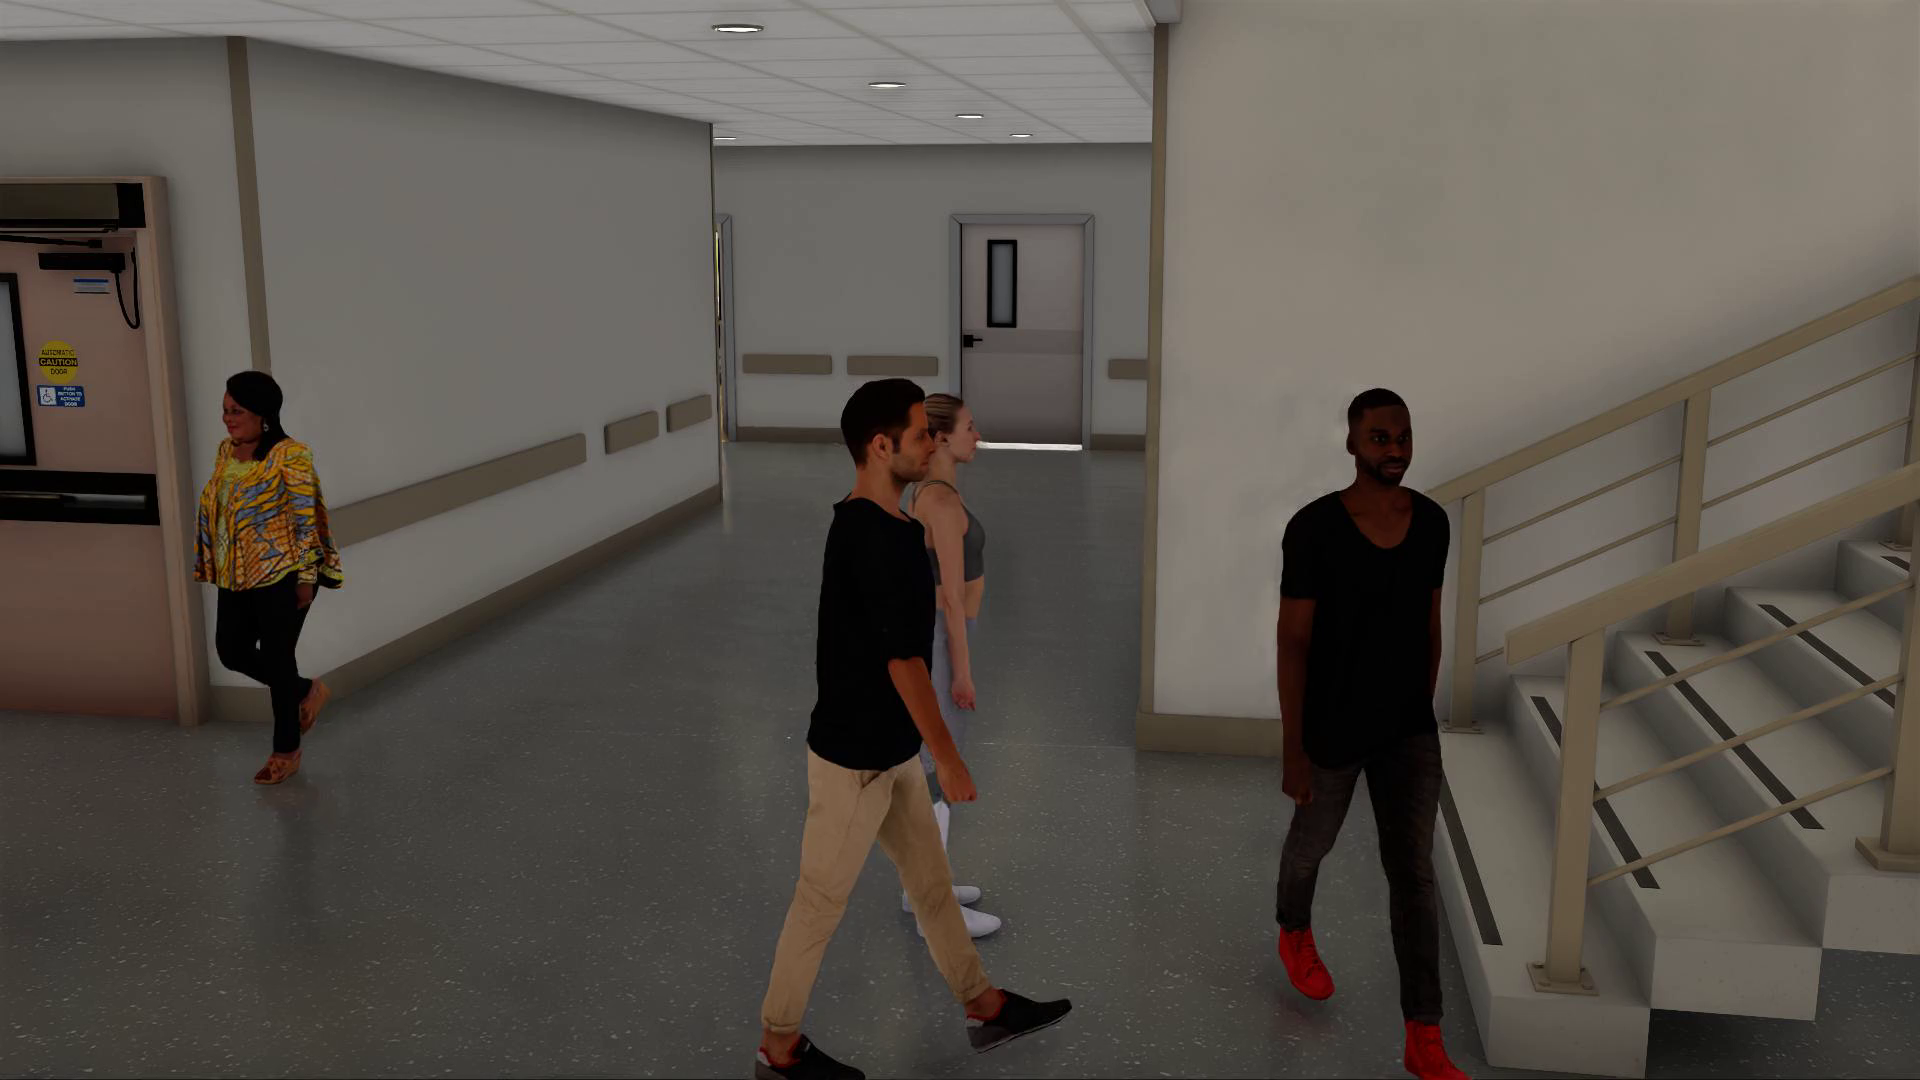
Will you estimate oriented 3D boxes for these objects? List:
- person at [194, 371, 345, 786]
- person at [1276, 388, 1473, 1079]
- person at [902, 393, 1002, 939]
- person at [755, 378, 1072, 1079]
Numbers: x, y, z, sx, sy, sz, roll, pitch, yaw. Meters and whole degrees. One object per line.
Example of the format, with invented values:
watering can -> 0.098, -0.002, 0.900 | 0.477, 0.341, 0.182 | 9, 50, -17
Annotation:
person -> -2.729, 0.142, 6.698 | 0.833, 1.641, 0.847 | 4, 12, 21
person -> 1.040, 0.501, 4.519 | 1.225, 1.750, 1.003 | -2, 11, -10
person -> -0.074, 0.385, 5.251 | 0.631, 1.705, 0.625 | -2, 11, -10
person -> -0.328, 0.536, 4.144 | 1.098, 1.820, 0.754 | 0, 11, 0
